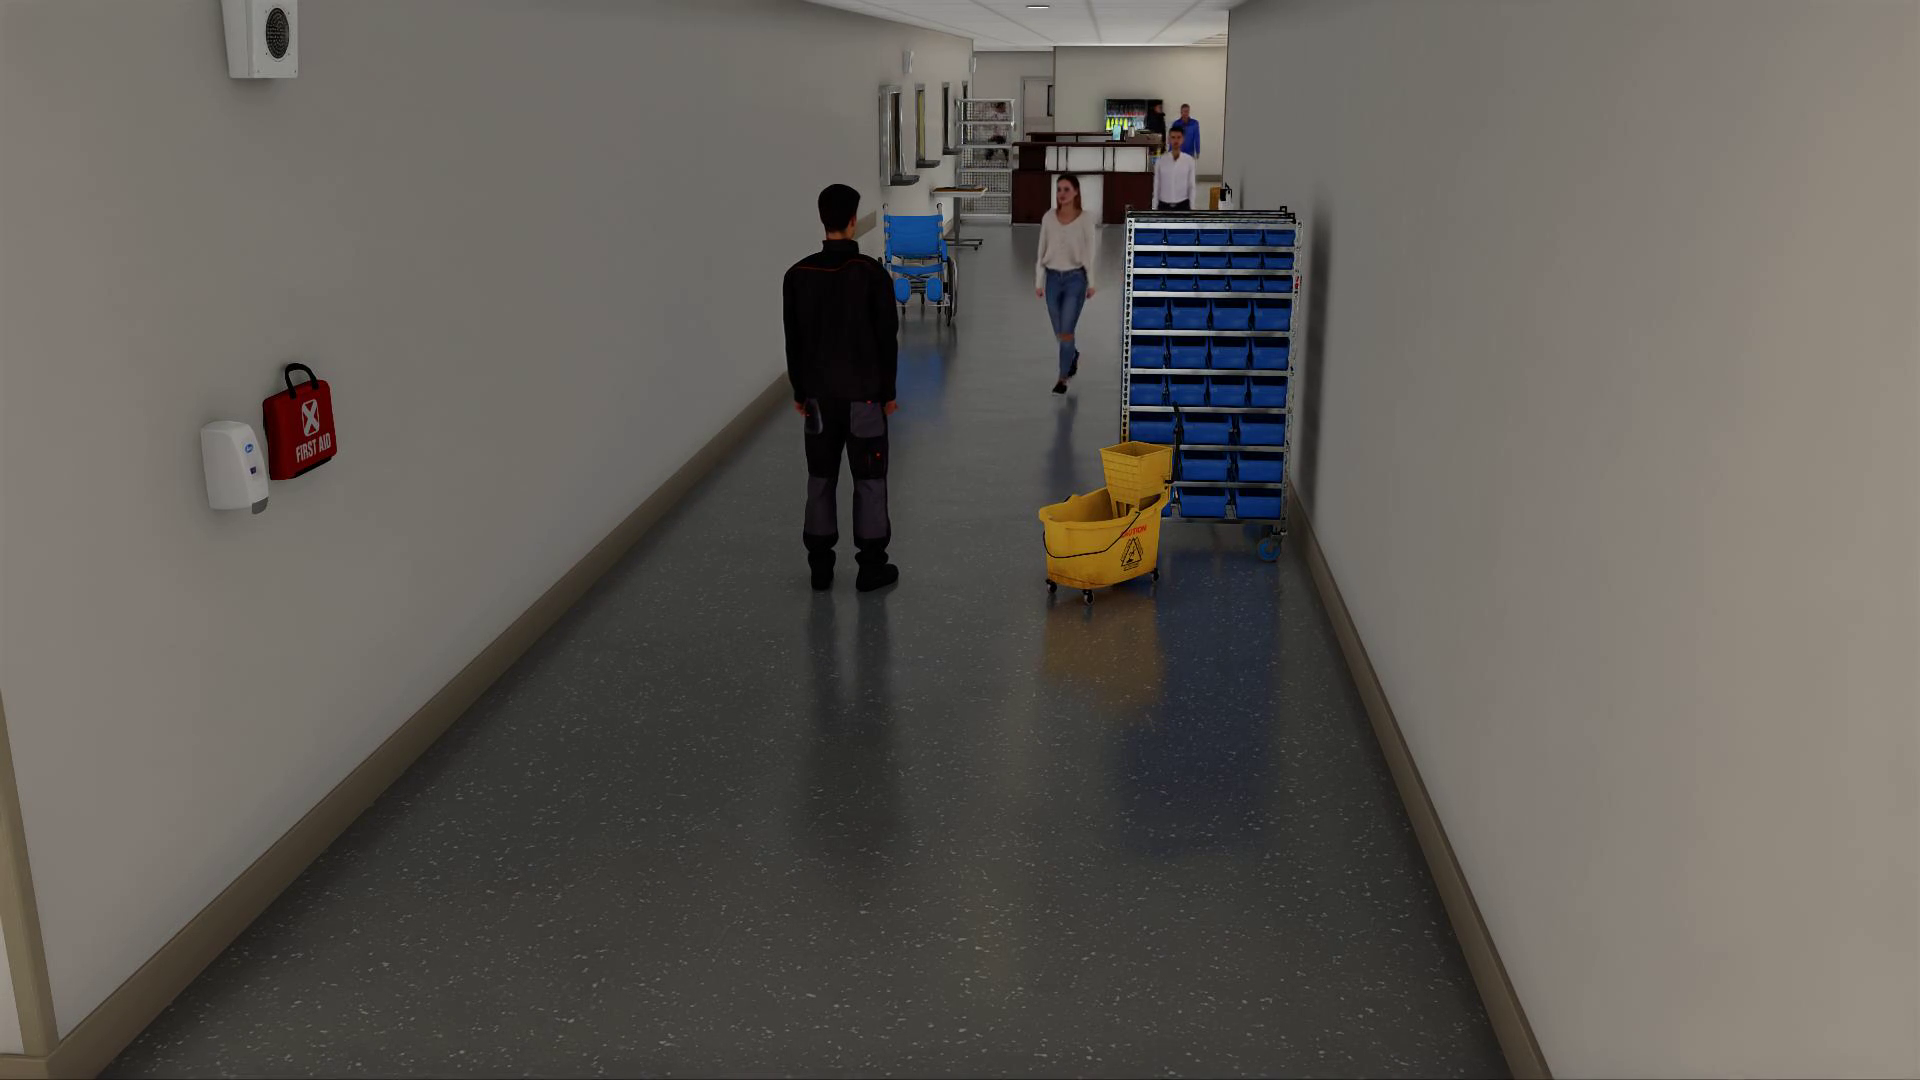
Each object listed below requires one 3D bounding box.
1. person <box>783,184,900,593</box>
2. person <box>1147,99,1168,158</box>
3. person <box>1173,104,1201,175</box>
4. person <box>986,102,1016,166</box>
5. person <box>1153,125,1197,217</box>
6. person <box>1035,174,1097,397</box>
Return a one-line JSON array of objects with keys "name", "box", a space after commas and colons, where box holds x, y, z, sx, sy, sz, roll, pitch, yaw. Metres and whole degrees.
[{"name": "person", "box": [-0.561, -0.723, 7.960, 0.556, 1.946, 0.778, 3, 16, 11]}, {"name": "person", "box": [3.858, -7.870, 33.388, 1.194, 1.904, 1.058, 8, 17, 25]}, {"name": "person", "box": [4.390, -7.565, 32.475, 0.803, 1.814, 0.824, 0, 16, 2]}, {"name": "person", "box": [1.041, -10.793, 44.206, 1.182, 1.660, 0.950, 9, 18, 29]}, {"name": "person", "box": [2.435, -3.726, 18.827, 1.068, 1.829, 0.746, 2, 16, 9]}, {"name": "person", "box": [0.841, -1.971, 12.909, 1.096, 1.664, 0.890, 6, 17, 20]}]
